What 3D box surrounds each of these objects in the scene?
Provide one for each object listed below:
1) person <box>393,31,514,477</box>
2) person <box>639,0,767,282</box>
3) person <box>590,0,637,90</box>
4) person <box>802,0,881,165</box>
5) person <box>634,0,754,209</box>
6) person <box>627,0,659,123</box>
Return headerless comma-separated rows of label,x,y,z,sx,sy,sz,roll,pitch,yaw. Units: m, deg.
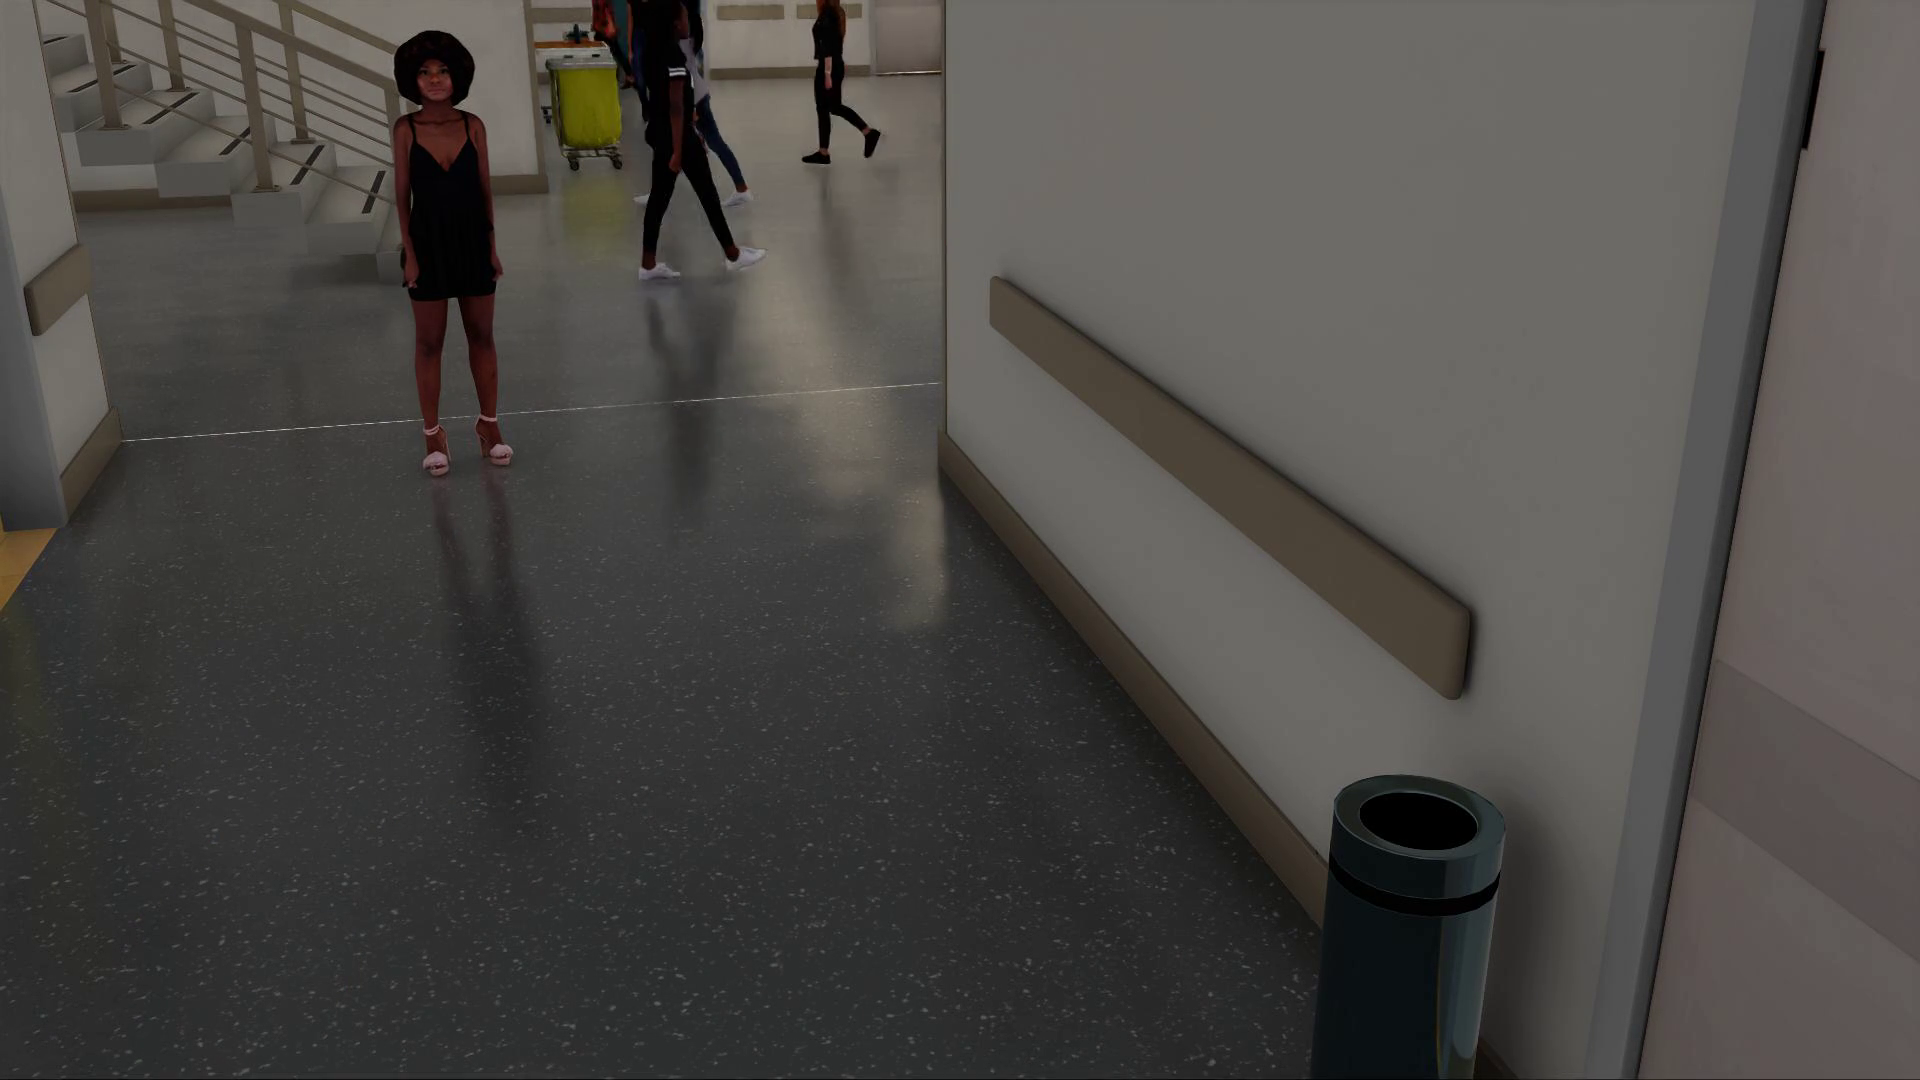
person,-2.093,-1.157,6.832,0.542,1.779,0.673,-10,23,-25
person,-1.852,-2.443,10.344,1.138,1.697,0.815,-12,24,-29
person,-4.452,-6.559,21.275,1.094,1.650,0.683,-7,22,-18
person,-1.096,-4.296,15.233,1.071,1.699,0.910,5,21,14
person,-1.970,-3.352,12.761,1.260,1.684,0.981,4,21,11
person,-3.261,-5.124,17.389,0.921,1.720,0.647,-4,21,-12
